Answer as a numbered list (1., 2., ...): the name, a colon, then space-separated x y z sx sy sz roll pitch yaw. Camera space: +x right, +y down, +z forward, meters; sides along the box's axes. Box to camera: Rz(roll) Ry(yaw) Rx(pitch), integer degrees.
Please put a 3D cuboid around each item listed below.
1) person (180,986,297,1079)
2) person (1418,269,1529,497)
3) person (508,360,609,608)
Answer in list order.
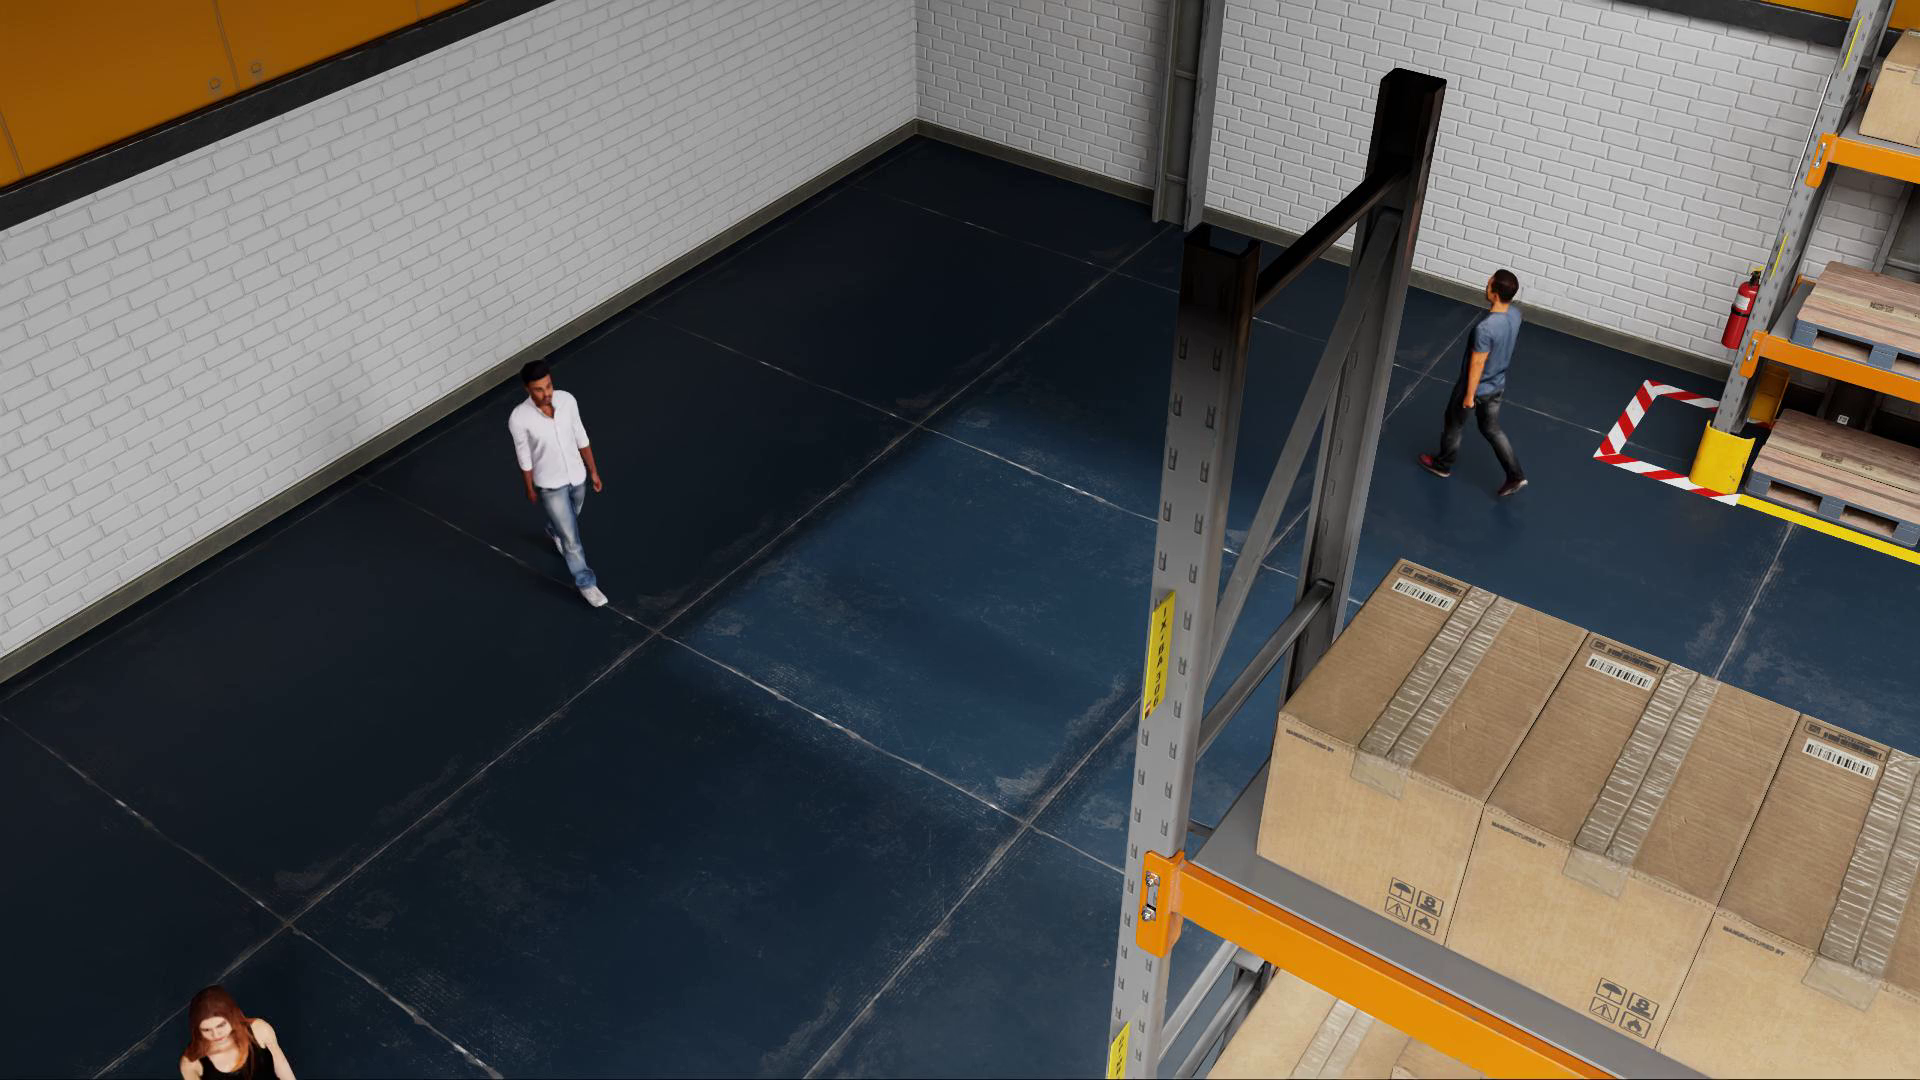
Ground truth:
1. person: -3.176 2.532 7.506 0.954 1.694 1.195 -16 41 -19
2. person: 3.841 -1.087 11.965 0.844 1.784 1.168 -28 47 -31
3. person: -2.733 -0.481 11.210 0.781 1.780 1.211 -32 48 -33
